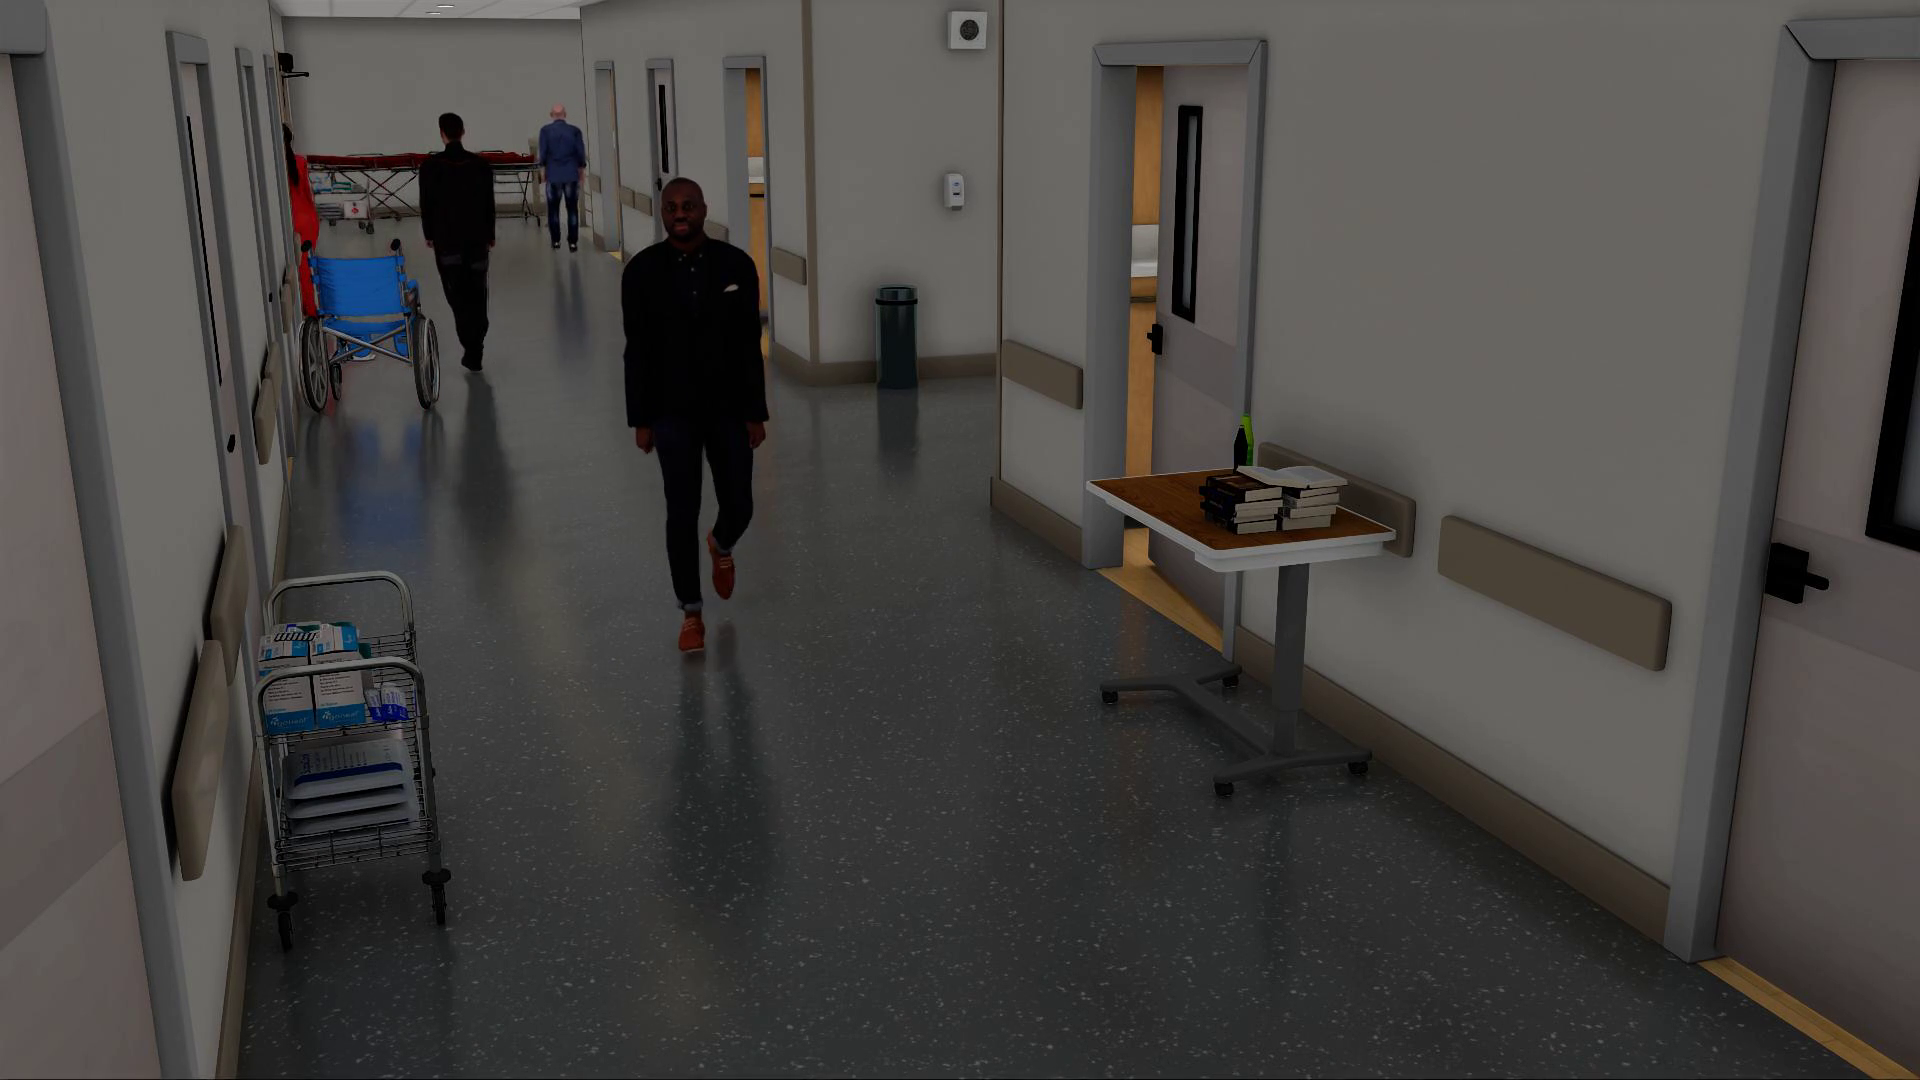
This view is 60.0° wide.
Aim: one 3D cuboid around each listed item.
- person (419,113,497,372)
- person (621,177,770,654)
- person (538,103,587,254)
[{"bbox_3d":[-3.702,-2.190,12.415,0.840,1.867,1.195,-9,18,-30],"label":"person"},{"bbox_3d":[-1.012,-0.501,6.551,0.789,1.799,1.044,-3,16,-10],"label":"person"},{"bbox_3d":[-4.872,-4.407,20.419,0.783,1.791,1.035,-4,16,-16],"label":"person"}]
